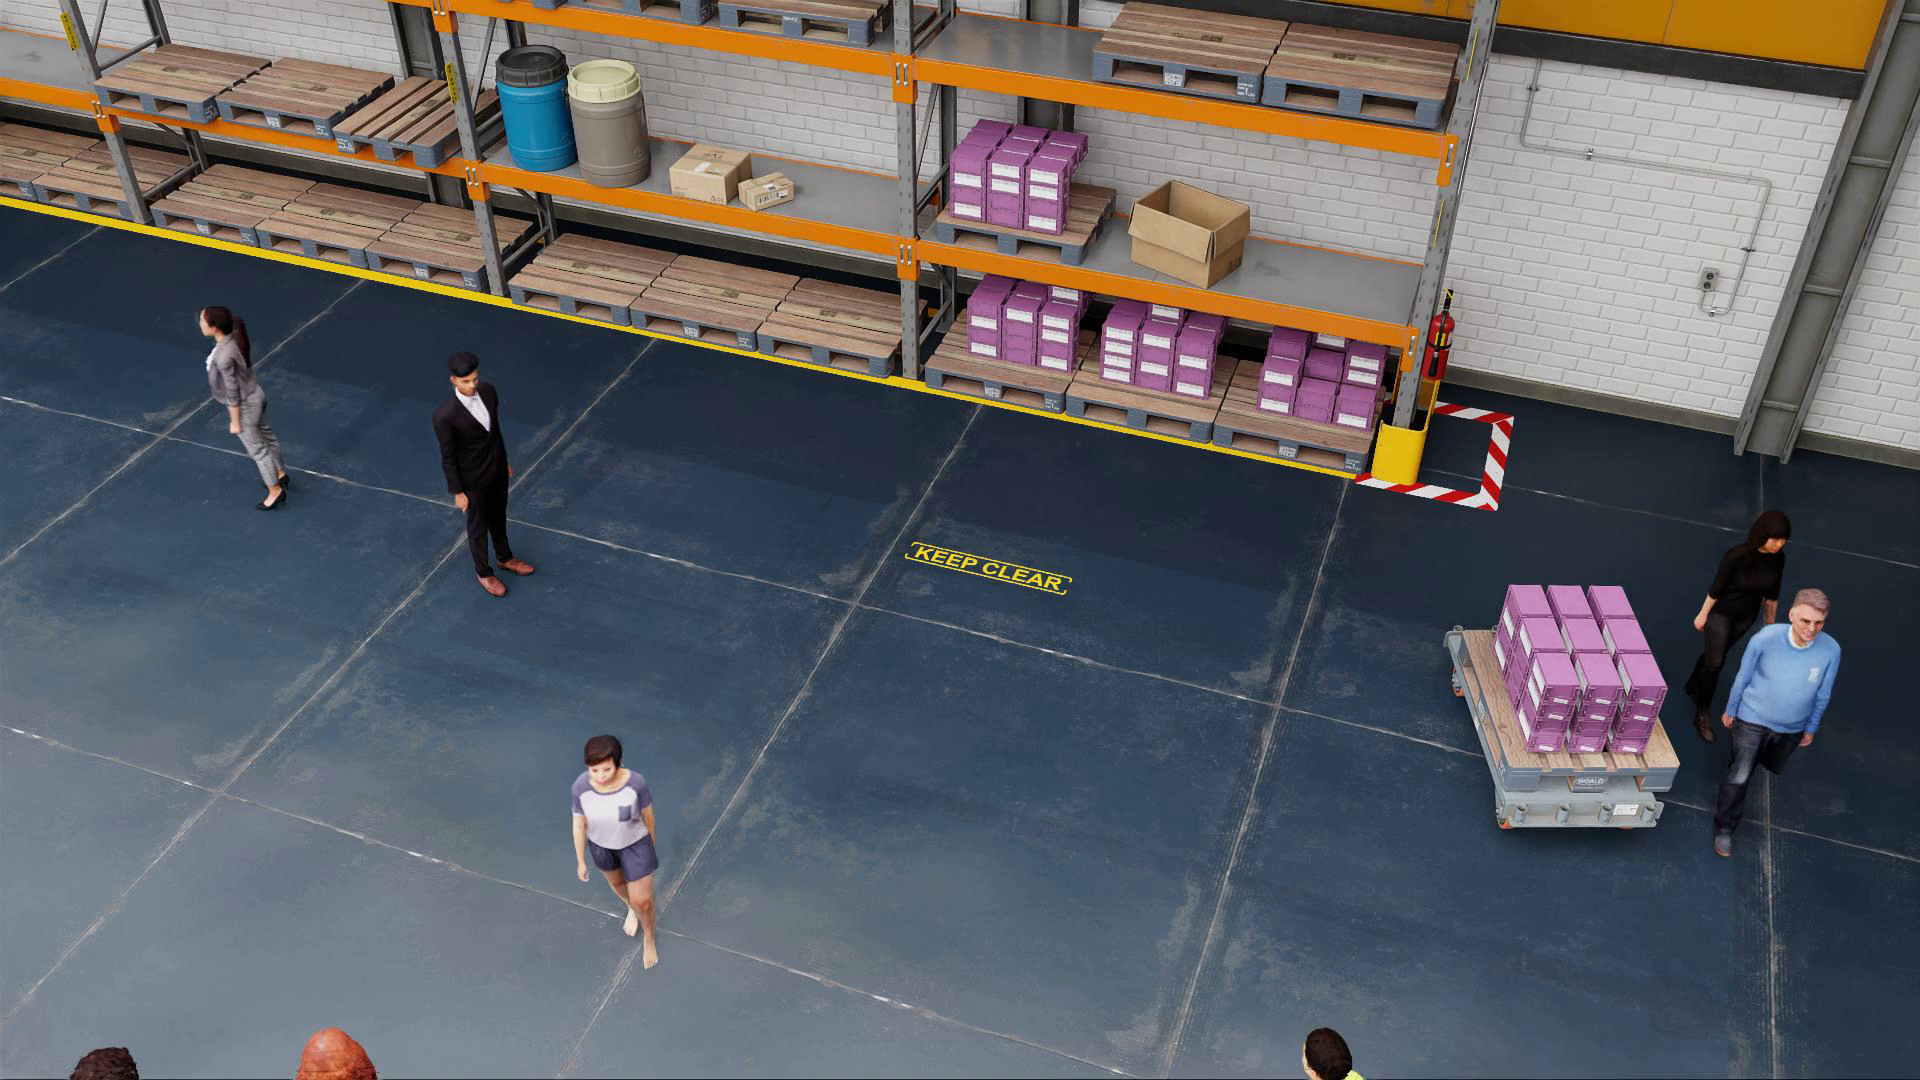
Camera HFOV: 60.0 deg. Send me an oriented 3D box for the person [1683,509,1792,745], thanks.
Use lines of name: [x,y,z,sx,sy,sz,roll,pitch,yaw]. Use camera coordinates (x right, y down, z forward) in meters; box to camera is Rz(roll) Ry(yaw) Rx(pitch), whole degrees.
person: [4.798,0.415,10.427,0.854,1.628,0.864,-6,39,-8]

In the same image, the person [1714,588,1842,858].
person: [4.688,0.963,9.603,1.038,1.799,0.805,9,39,11]

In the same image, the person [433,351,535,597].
person: [-3.278,-0.481,11.348,0.615,1.878,0.730,20,43,23]

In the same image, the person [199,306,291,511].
person: [-5.200,-0.973,12.125,0.731,1.678,0.715,-4,39,-5]

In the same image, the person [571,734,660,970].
person: [-1.850,1.582,9.031,0.720,1.545,0.747,1,39,2]
